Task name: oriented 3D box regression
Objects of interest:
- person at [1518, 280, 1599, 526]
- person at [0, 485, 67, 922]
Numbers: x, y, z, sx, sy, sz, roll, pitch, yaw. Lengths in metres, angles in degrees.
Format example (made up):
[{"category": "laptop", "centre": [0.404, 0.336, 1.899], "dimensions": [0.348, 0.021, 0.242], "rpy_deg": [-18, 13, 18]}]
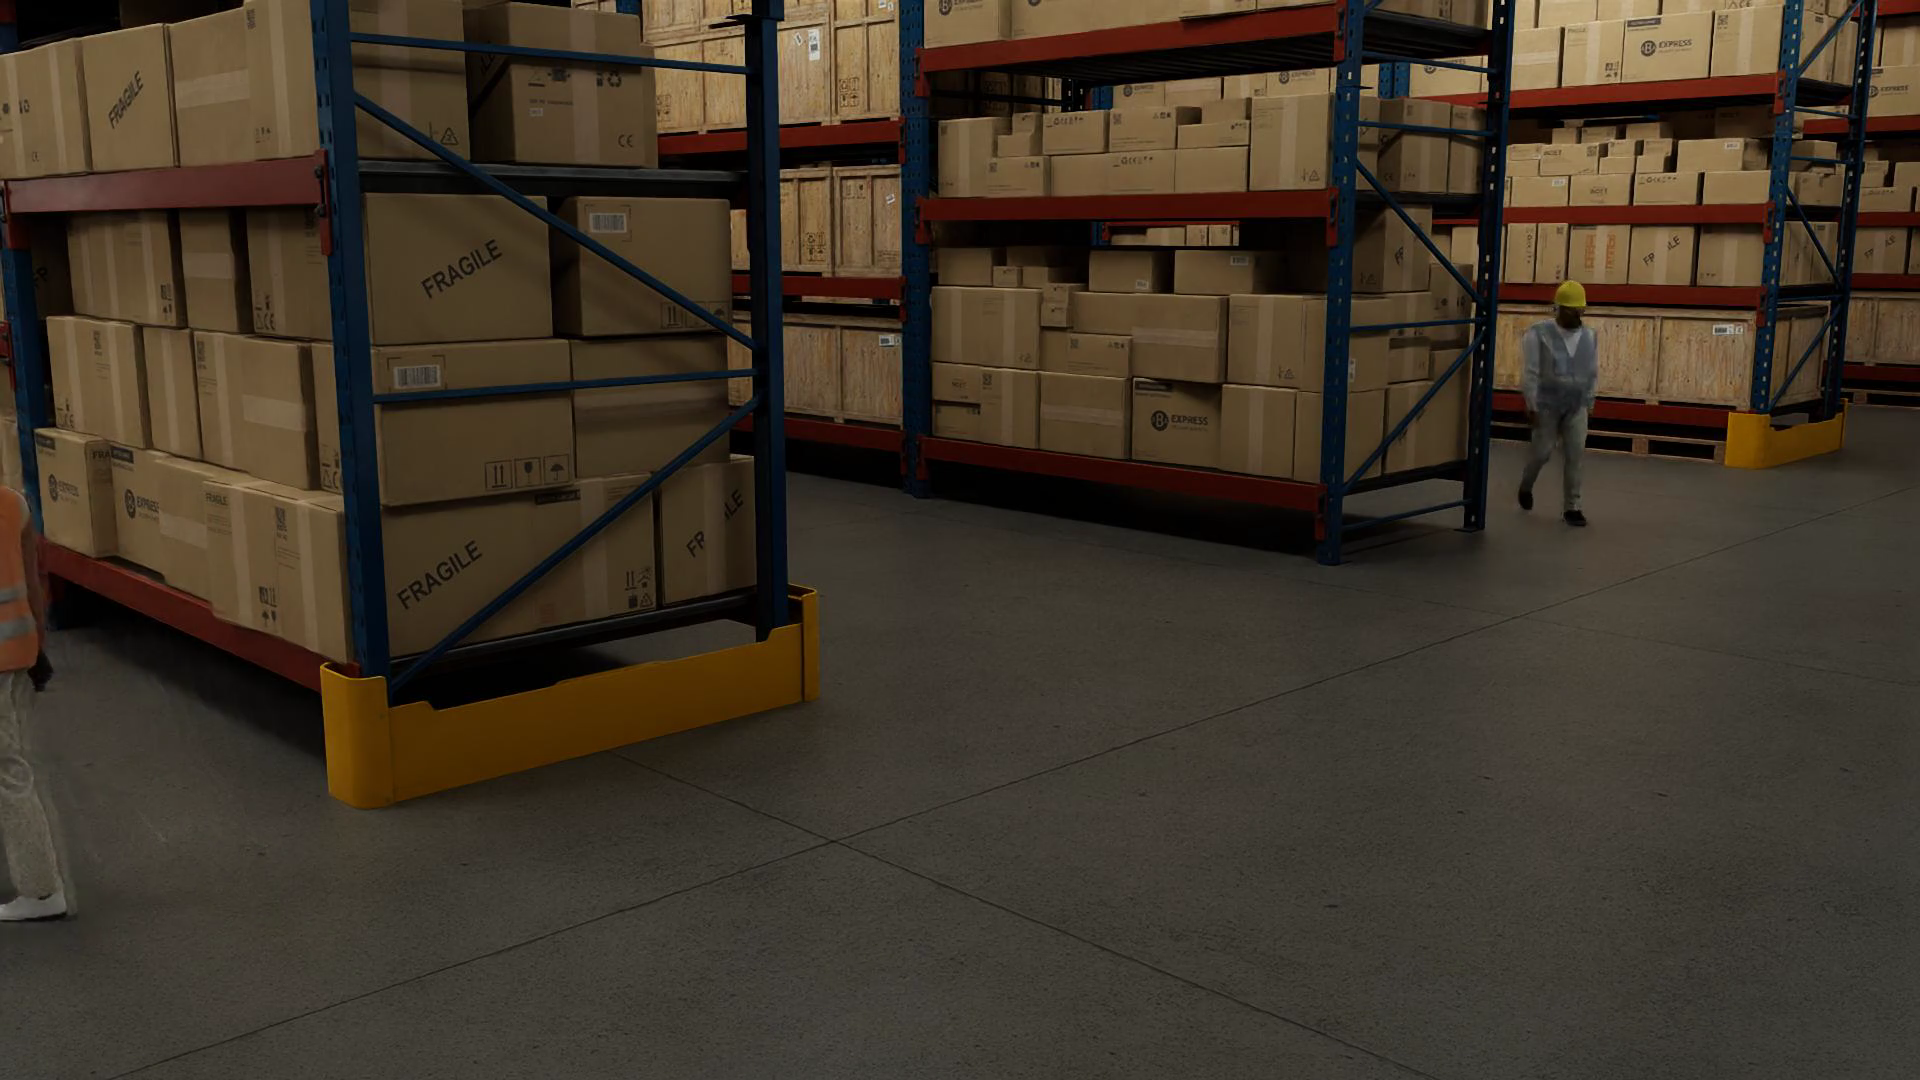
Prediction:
[{"category": "person", "centre": [4.446, -1.028, 12.386], "dimensions": [0.619, 1.810, 0.648], "rpy_deg": [-1, 10, -5]}, {"category": "person", "centre": [-3.137, 0.400, 5.144], "dimensions": [0.730, 1.613, 0.519], "rpy_deg": [0, 10, 2]}]
